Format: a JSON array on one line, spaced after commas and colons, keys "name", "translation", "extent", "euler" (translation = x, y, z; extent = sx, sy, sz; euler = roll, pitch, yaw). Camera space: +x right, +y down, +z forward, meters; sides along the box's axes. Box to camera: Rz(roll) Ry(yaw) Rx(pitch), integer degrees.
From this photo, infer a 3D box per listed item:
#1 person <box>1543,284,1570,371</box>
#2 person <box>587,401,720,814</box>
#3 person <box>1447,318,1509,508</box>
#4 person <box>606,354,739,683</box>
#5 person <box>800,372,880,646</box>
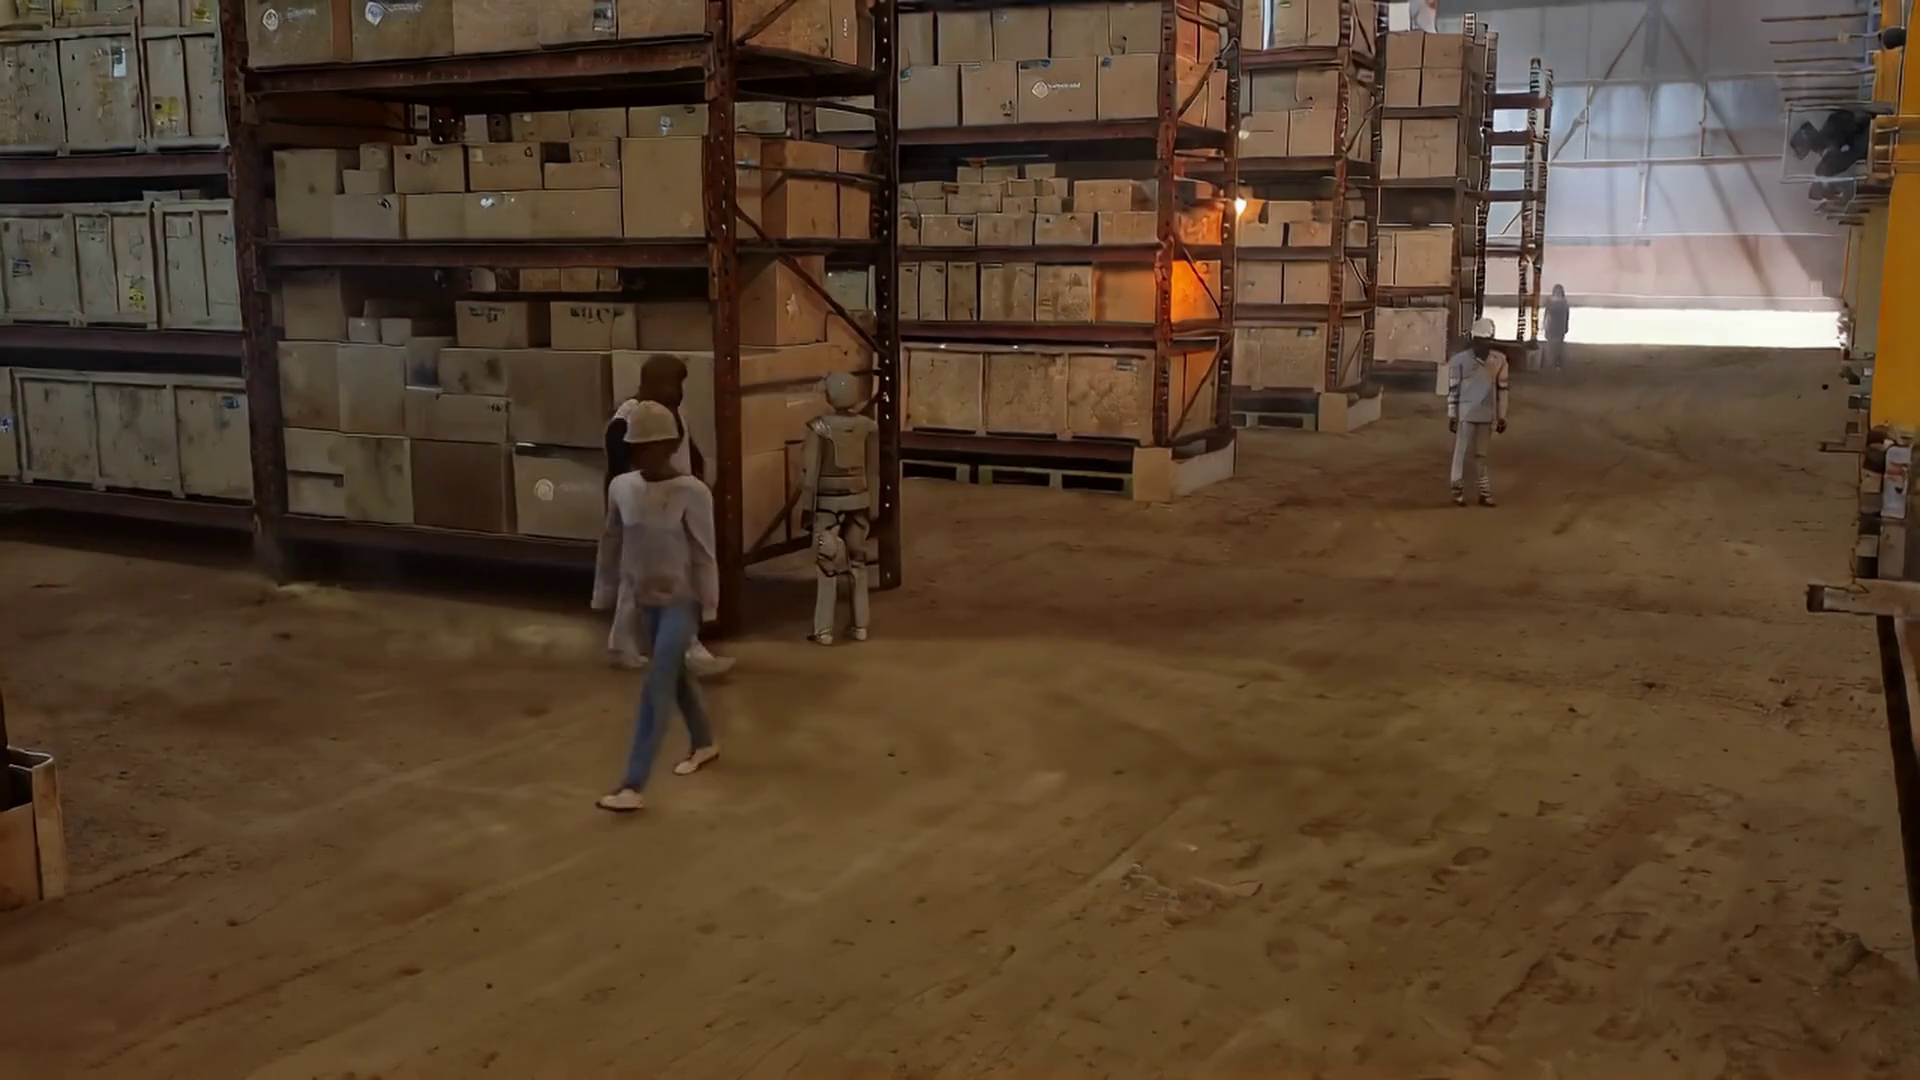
[{"name": "person", "translation": [11.766, -4.190, 32.842], "extent": [0.503, 1.716, 0.396], "euler": [5, 11, 29]}, {"name": "person", "translation": [-1.288, 0.260, 7.121], "extent": [0.525, 1.716, 0.953], "euler": [6, 11, 30]}, {"name": "person", "translation": [4.744, -1.158, 15.238], "extent": [0.566, 1.744, 0.349], "euler": [0, 10, -3]}, {"name": "person", "translation": [-1.625, -0.128, 9.156], "extent": [0.930, 1.782, 0.616], "euler": [3, 10, 17]}, {"name": "person", "translation": [-0.703, -0.181, 9.915], "extent": [0.525, 1.632, 0.313], "euler": [-6, 12, -31]}]
